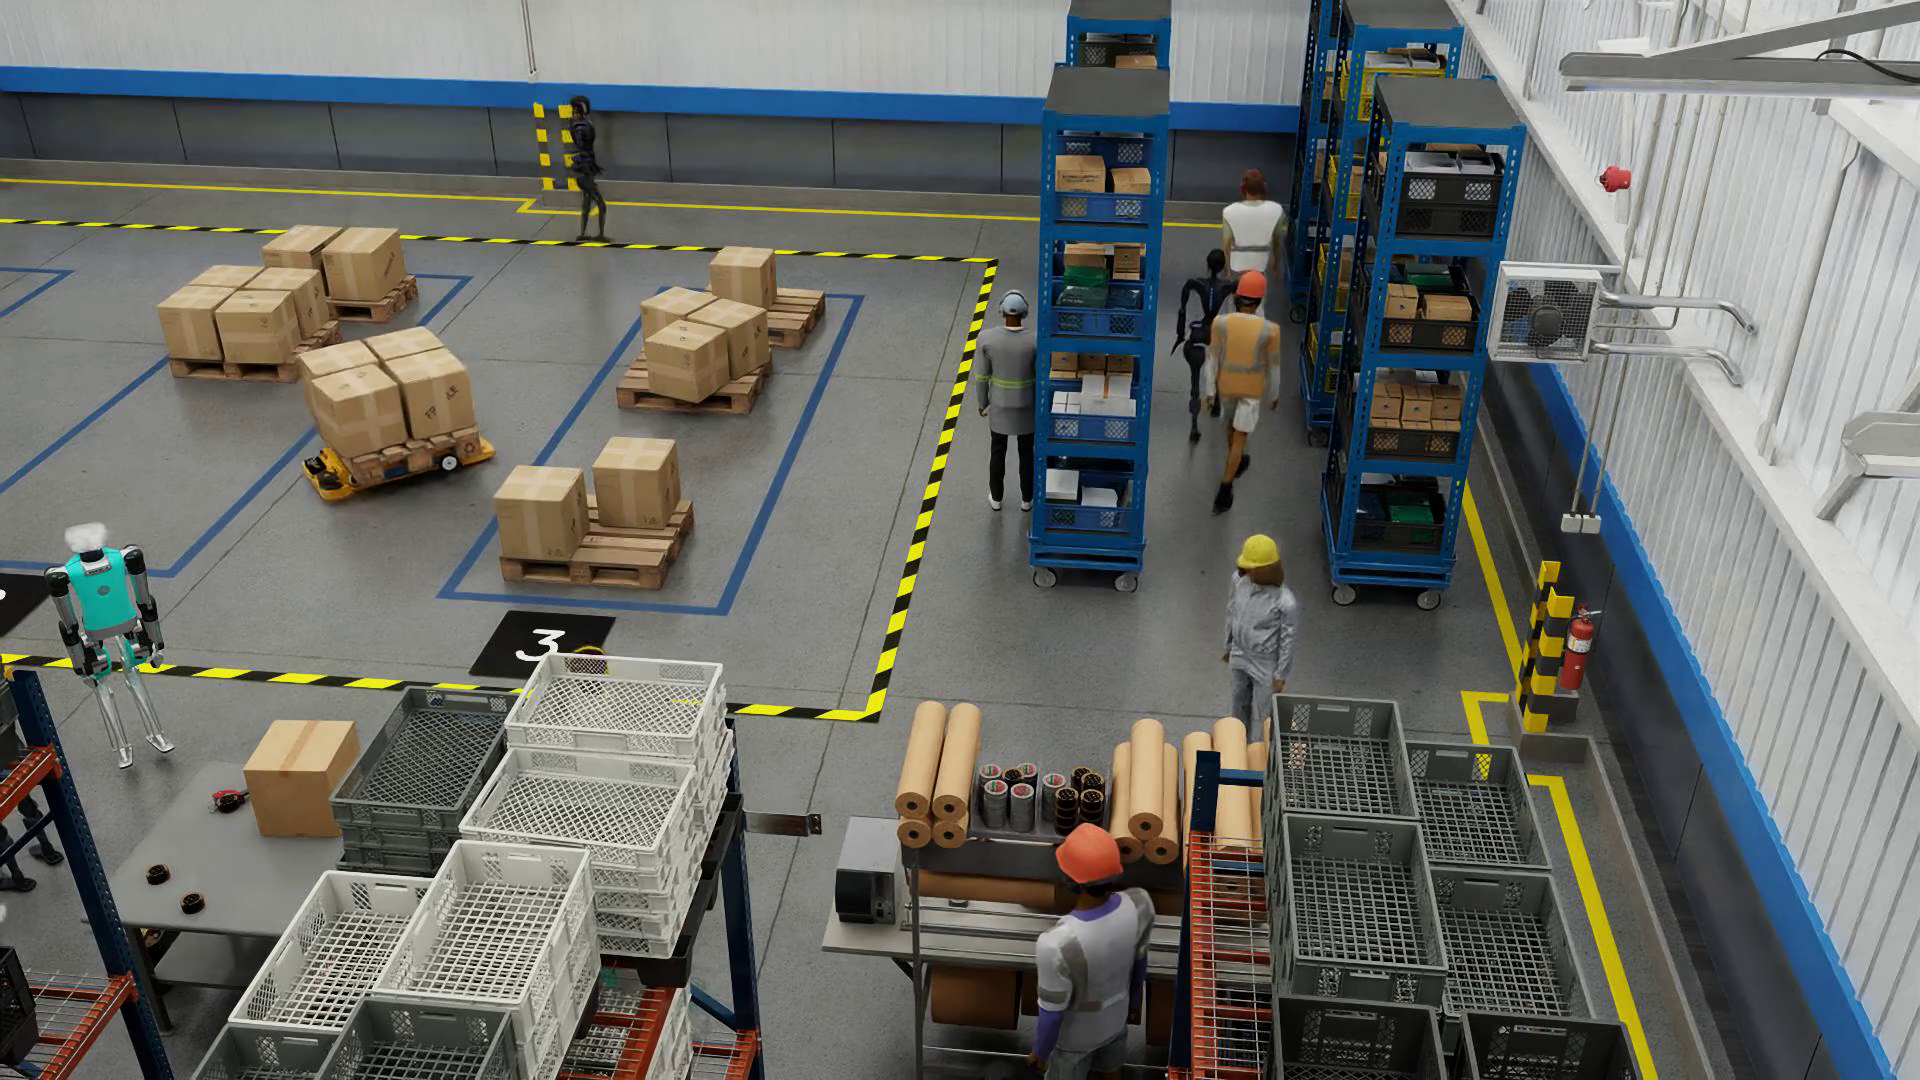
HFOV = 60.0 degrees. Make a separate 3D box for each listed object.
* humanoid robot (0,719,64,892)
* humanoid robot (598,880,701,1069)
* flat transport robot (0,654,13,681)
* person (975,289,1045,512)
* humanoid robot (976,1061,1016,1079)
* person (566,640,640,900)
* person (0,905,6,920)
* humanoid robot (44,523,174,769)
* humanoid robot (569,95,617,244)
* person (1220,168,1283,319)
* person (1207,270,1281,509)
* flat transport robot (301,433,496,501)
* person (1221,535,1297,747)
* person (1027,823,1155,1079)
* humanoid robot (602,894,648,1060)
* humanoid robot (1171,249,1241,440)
[{"bbox_3d":[-5.406,1.212,9.176,0.315,1.657,0.599,9,31,16],"label":"humanoid robot"},{"bbox_3d":[-1.477,2.000,7.807,0.692,1.824,0.545,-23,37,-34],"label":"humanoid robot"},{"bbox_3d":[-7.142,0.969,11.010,1.431,0.231,0.659,3,30,6],"label":"flat transport robot"},{"bbox_3d":[0.417,-1.082,12.958,0.590,1.852,0.371,3,30,5],"label":"person"},{"bbox_3d":[0.147,2.704,6.652,0.609,1.625,0.511,8,31,13],"label":"humanoid robot"},{"bbox_3d":[-1.860,1.334,8.792,0.505,1.871,0.329,-8,31,-14],"label":"person"},{"bbox_3d":[-5.469,1.464,8.569,0.751,1.869,0.677,-3,30,-5],"label":"person"},{"bbox_3d":[-5.168,0.571,10.102,0.533,1.675,0.735,-21,36,-32],"label":"humanoid robot"},{"bbox_3d":[-4.080,-4.073,18.276,0.478,1.645,0.591,-2,30,-4],"label":"humanoid robot"},{"bbox_3d":[2.688,-2.528,15.459,0.580,1.822,0.643,0,30,0],"label":"person"},{"bbox_3d":[2.224,-1.208,13.136,0.558,1.891,0.982,13,33,22],"label":"person"},{"bbox_3d":[-4.689,-0.725,13.890,1.431,0.197,0.652,-19,35,-29],"label":"flat transport robot"},{"bbox_3d":[1.760,0.729,9.983,0.396,1.737,0.492,-24,38,-35],"label":"person"},{"bbox_3d":[0.541,2.087,7.328,0.613,2.040,0.388,-20,36,-31],"label":"person"},{"bbox_3d":[-1.754,1.841,8.112,0.593,1.649,0.335,0,30,0],"label":"humanoid robot"},{"bbox_3d":[2.115,-1.715,14.272,0.601,1.626,0.802,6,31,10],"label":"humanoid robot"}]
